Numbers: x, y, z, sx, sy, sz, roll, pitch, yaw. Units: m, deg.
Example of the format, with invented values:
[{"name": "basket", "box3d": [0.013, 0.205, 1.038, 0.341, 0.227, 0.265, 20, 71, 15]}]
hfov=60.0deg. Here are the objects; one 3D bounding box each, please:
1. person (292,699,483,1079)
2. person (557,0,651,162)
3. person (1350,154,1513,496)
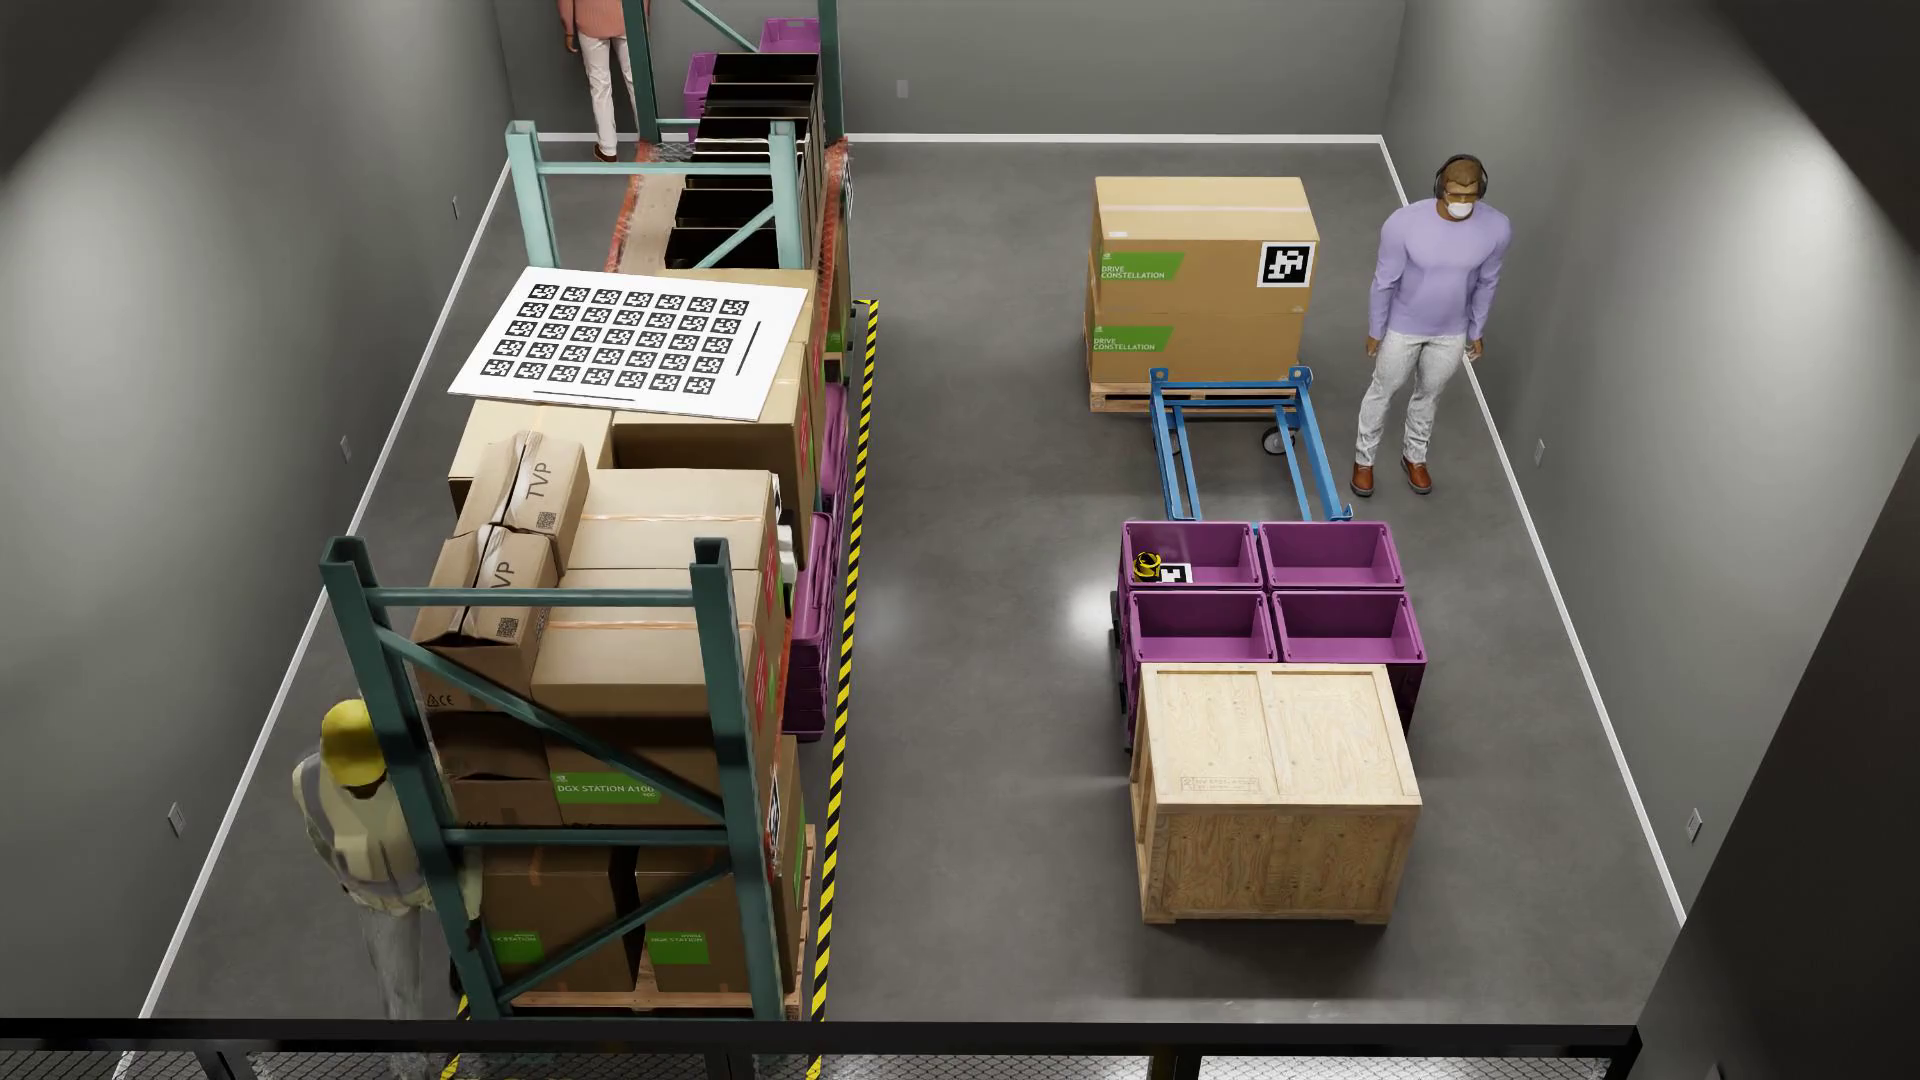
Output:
[{"name": "person", "box3d": [-1.938, 1.238, 5.818, 0.584, 1.769, 0.956, -8, 42, -9]}, {"name": "person", "box3d": [-2.335, -3.422, 10.974, 0.608, 1.995, 0.377, -16, 44, -17]}, {"name": "person", "box3d": [2.338, -1.061, 8.323, 0.629, 1.940, 0.377, 0, 41, 0]}]
